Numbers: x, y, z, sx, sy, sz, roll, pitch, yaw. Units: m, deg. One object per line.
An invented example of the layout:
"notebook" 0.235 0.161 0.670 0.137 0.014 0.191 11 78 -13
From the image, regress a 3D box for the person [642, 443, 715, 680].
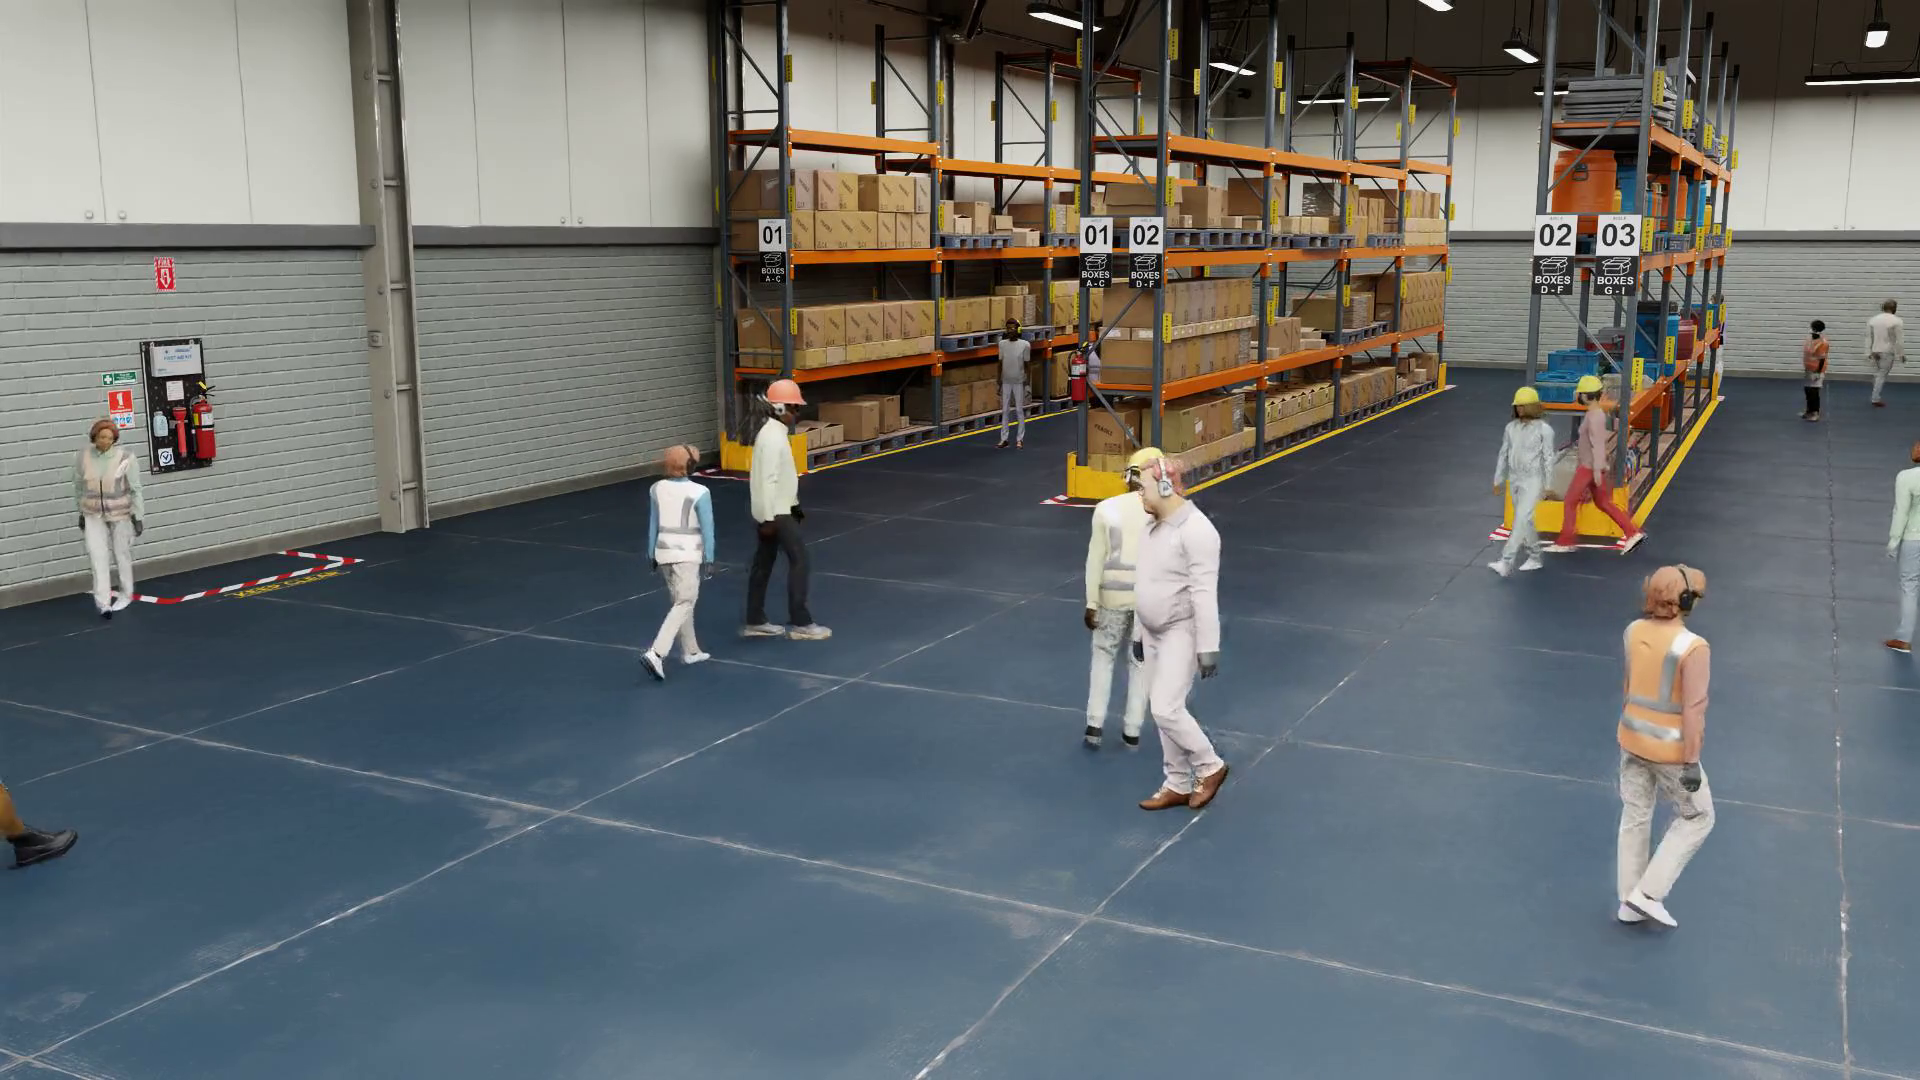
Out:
"person" -1.974 0.143 11.498 0.526 1.612 0.769 6 12 30

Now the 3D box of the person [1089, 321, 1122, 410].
"person" 1.950 -2.086 22.933 0.603 1.881 0.960 3 11 15

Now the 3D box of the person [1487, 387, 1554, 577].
"person" 4.988 -0.516 14.859 0.924 1.686 0.492 -6 12 -31

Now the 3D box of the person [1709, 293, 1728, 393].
"person" 14.636 -3.820 32.197 0.379 1.940 0.629 6 12 31

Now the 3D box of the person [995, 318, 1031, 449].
"person" 0.757 -2.222 23.665 0.520 1.874 0.332 4 11 21

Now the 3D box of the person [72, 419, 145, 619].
"person" -6.758 -0.168 13.214 0.532 1.585 0.840 -2 11 -13

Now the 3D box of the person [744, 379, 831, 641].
"person" -1.283 -0.221 12.509 0.797 1.964 0.637 -2 11 -9

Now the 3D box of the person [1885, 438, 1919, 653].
"person" 7.028 0.014 12.121 0.507 1.631 0.266 1 10 3

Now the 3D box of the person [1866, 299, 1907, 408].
"person" 16.371 -3.285 29.351 0.641 1.919 0.650 -3 11 -15

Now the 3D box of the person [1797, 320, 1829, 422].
"person" 13.965 -2.774 27.233 0.386 1.662 0.676 -1 10 -4

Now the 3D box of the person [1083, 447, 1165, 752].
"person" 1.041 0.348 9.887 0.628 1.788 0.493 -1 10 -7

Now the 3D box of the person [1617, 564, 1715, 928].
"person" 3.063 0.909 7.239 0.373 1.623 0.543 -3 11 -16

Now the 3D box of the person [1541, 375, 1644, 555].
"person" 6.069 -0.707 15.800 0.877 1.726 0.509 5 12 25

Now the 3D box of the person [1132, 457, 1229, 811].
"person" 1.102 0.507 8.743 0.419 1.885 0.678 -4 11 -23

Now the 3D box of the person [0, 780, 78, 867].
"person" -4.748 0.700 7.709 0.566 1.882 1.017 8 13 36

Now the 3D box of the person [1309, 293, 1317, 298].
"person" 6.267 -3.436 29.969 0.521 1.990 0.734 -1 10 -3
